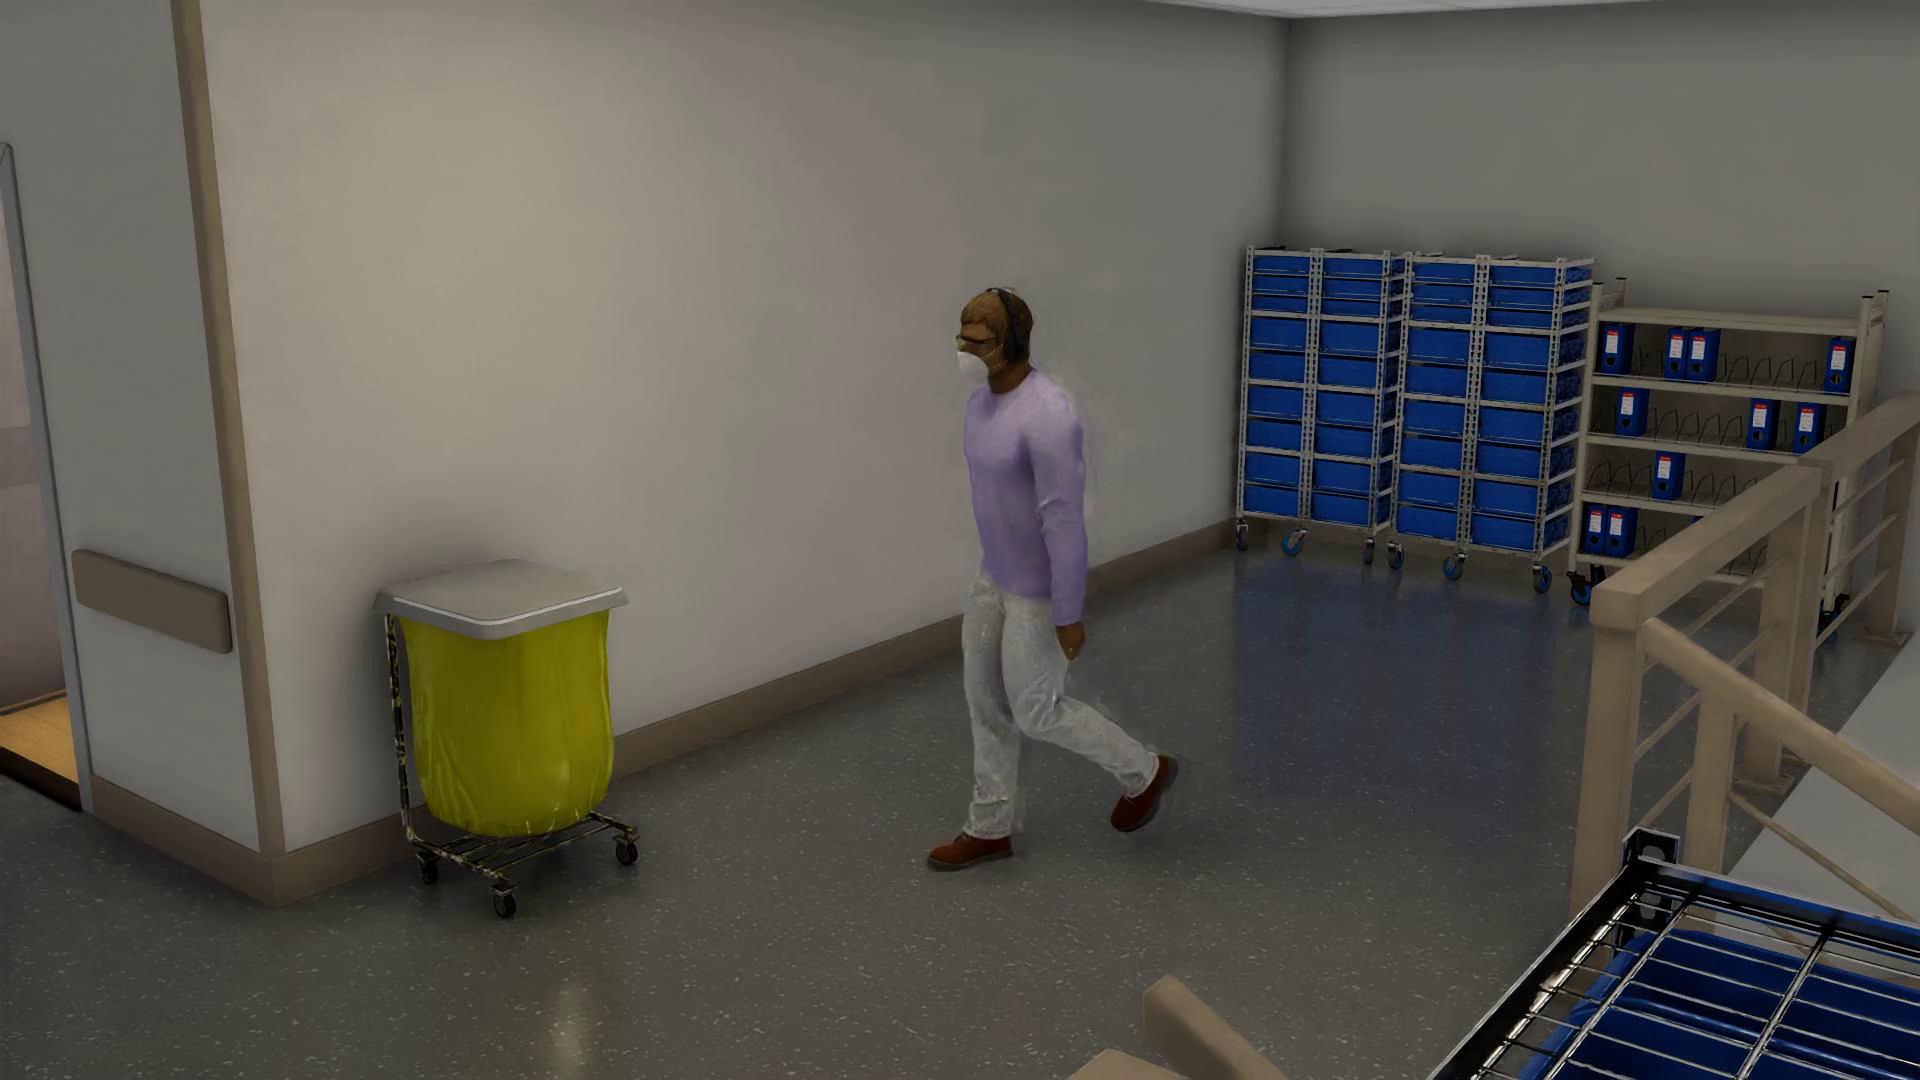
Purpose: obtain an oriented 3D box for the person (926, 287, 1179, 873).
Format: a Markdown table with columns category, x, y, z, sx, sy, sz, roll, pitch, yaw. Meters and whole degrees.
| category | x | y | z | sx | sy | sz | roll | pitch | yaw |
| --- | --- | --- | --- | --- | --- | --- | --- | --- | --- |
| person | 0.298 | 0.140 | 5.326 | 0.760 | 1.912 | 0.648 | -5 | 14 | -21 |
